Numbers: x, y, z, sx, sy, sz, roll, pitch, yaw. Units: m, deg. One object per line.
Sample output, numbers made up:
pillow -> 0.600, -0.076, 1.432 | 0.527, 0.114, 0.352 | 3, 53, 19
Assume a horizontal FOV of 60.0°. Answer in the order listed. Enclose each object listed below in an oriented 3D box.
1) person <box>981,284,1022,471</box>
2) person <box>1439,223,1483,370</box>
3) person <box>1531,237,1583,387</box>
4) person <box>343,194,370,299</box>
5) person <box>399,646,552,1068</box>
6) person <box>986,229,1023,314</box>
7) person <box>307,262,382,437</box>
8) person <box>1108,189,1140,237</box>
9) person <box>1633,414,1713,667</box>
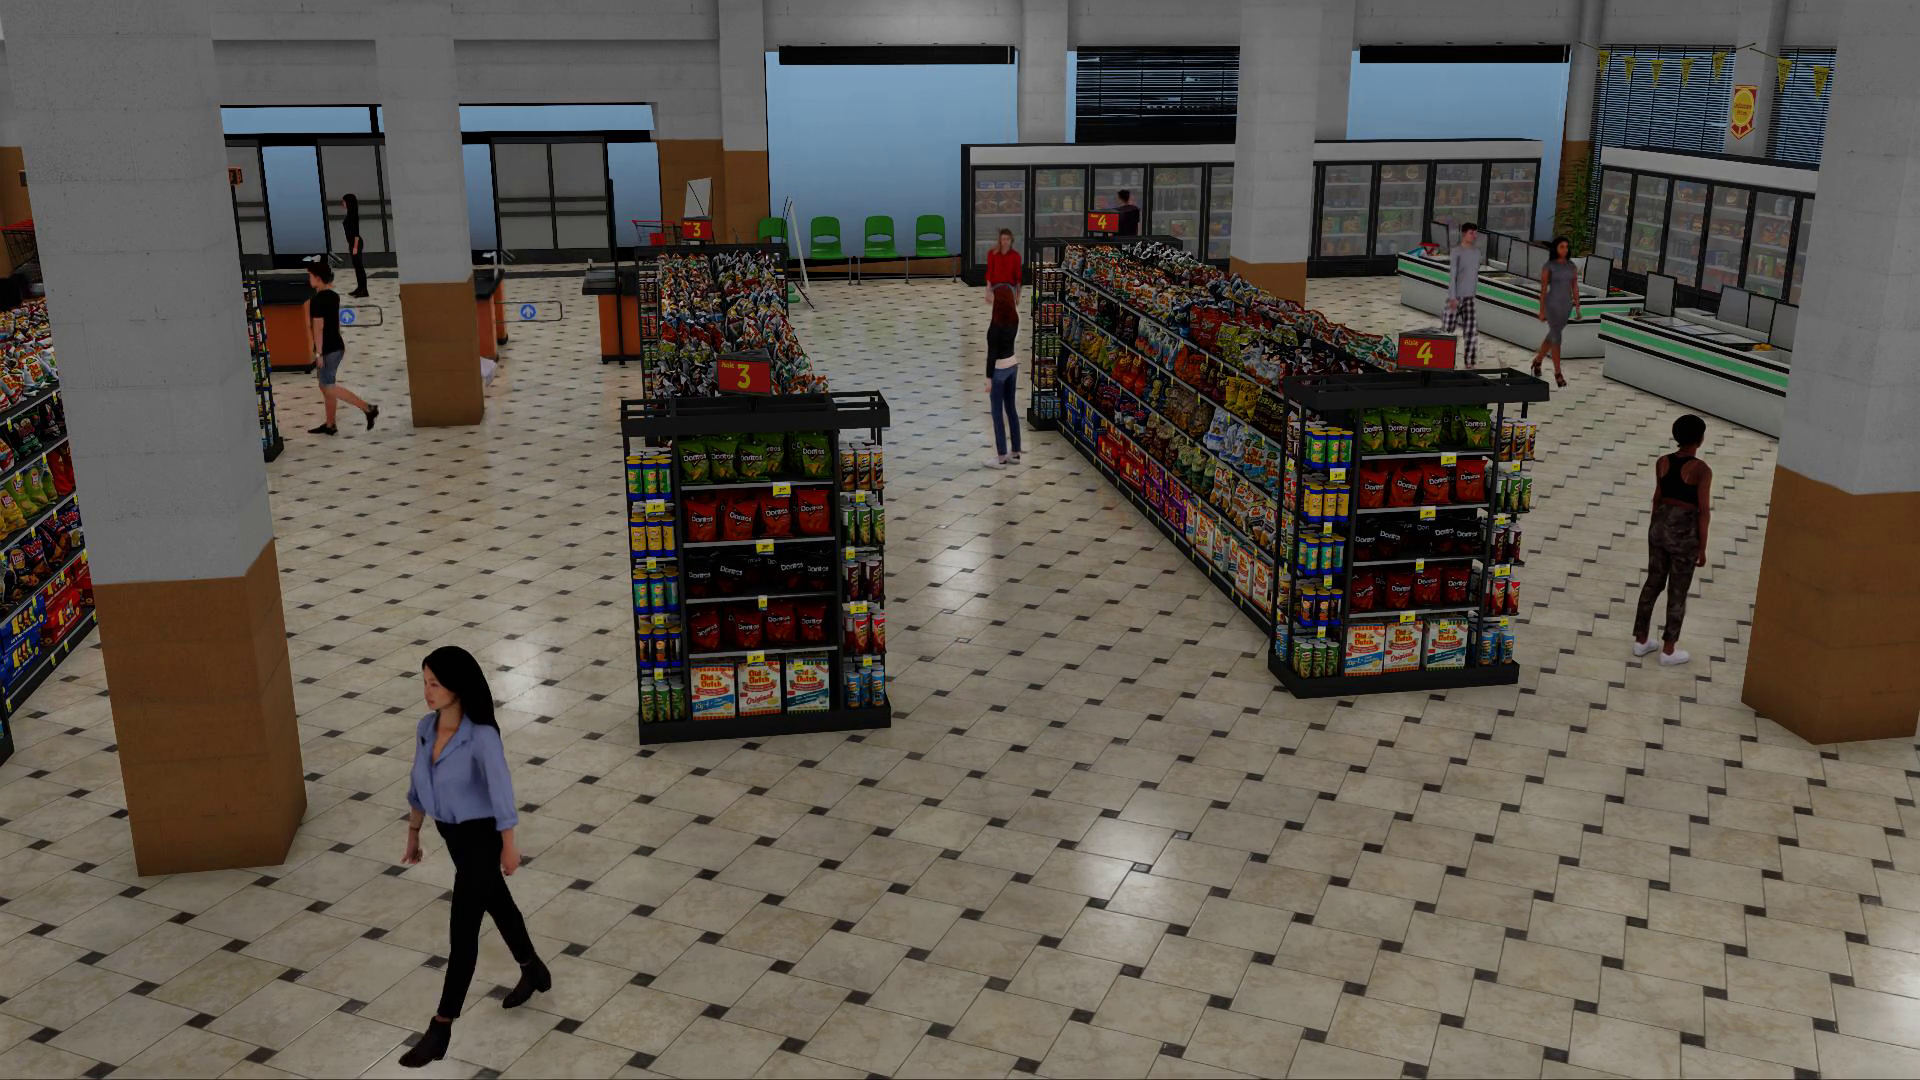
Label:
person -> 0.418, -1.592, 16.167 | 0.702, 1.786, 0.639 | 11, 20, 32
person -> 6.247, -3.054, 20.952 | 0.721, 1.804, 1.179 | -5, 18, -16
person -> 7.160, -2.749, 20.068 | 0.623, 1.735, 1.097 | -3, 17, -11
person -> -9.758, -4.762, 26.856 | 0.693, 1.642, 0.557 | -10, 20, -31
person -> -1.954, 1.252, 6.941 | 1.098, 1.705, 1.142 | 12, 21, 34
person -> 0.576, -3.216, 21.695 | 0.780, 1.681, 0.916 | 2, 17, 5
person -> -6.479, -1.961, 17.318 | 0.818, 1.825, 1.029 | 0, 17, 0
person -> 2.510, -4.472, 25.563 | 0.837, 1.838, 0.776 | -8, 19, -24
person -> 4.770, -0.009, 11.106 | 0.698, 1.699, 0.566 | -10, 19, -29
